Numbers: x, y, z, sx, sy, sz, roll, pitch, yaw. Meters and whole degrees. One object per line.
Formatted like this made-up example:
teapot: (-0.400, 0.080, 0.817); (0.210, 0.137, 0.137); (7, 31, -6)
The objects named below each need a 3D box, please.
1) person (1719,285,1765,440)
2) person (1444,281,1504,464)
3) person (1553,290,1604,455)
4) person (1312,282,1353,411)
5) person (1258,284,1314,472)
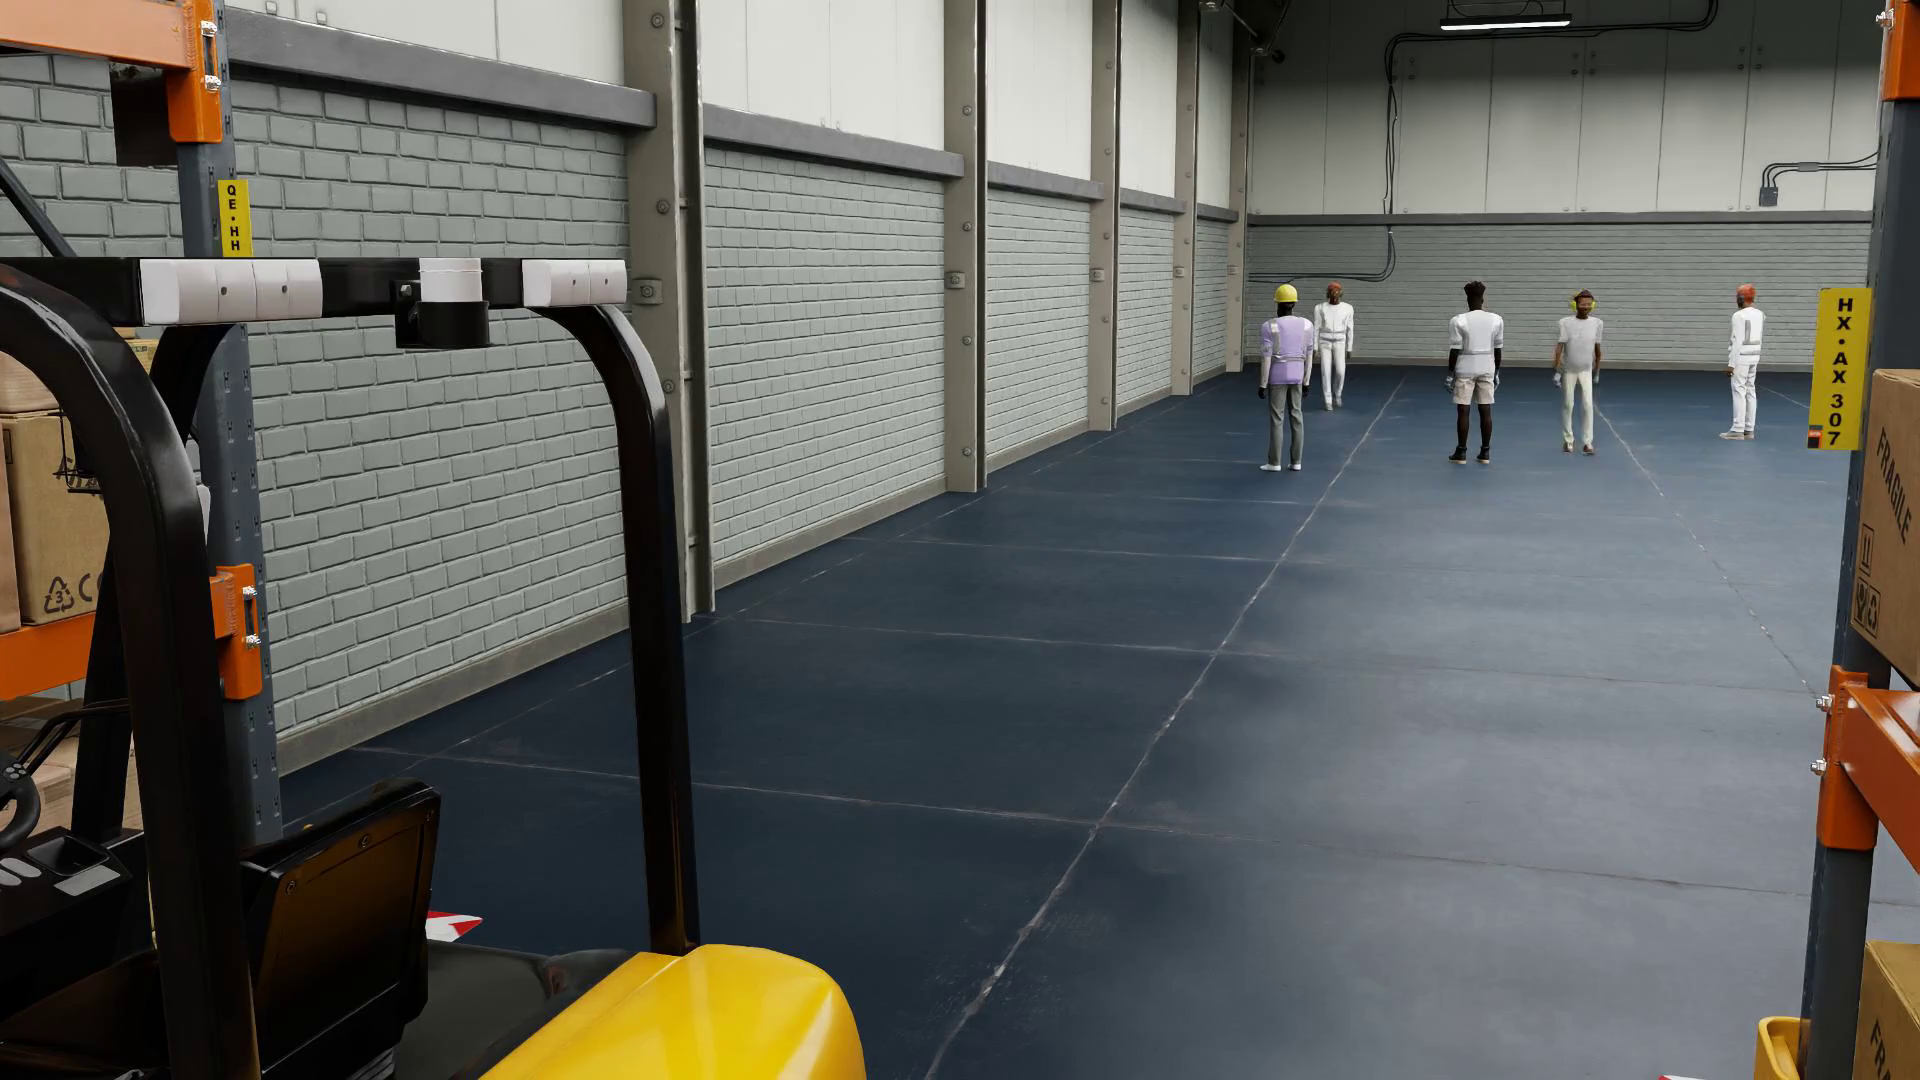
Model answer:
person: (9.557, -2.164, 20.289); (0.584, 1.882, 0.337); (-7, 12, -35)
person: (5.505, -1.791, 17.846); (0.603, 1.959, 0.380); (-1, 10, -6)
person: (6.927, -1.865, 18.644); (0.525, 1.835, 0.845); (2, 10, 12)
person: (5.421, -2.815, 24.210); (0.580, 1.867, 0.426); (2, 10, 9)
person: (3.347, -1.658, 17.141); (0.587, 1.930, 0.355); (-3, 10, -17)
